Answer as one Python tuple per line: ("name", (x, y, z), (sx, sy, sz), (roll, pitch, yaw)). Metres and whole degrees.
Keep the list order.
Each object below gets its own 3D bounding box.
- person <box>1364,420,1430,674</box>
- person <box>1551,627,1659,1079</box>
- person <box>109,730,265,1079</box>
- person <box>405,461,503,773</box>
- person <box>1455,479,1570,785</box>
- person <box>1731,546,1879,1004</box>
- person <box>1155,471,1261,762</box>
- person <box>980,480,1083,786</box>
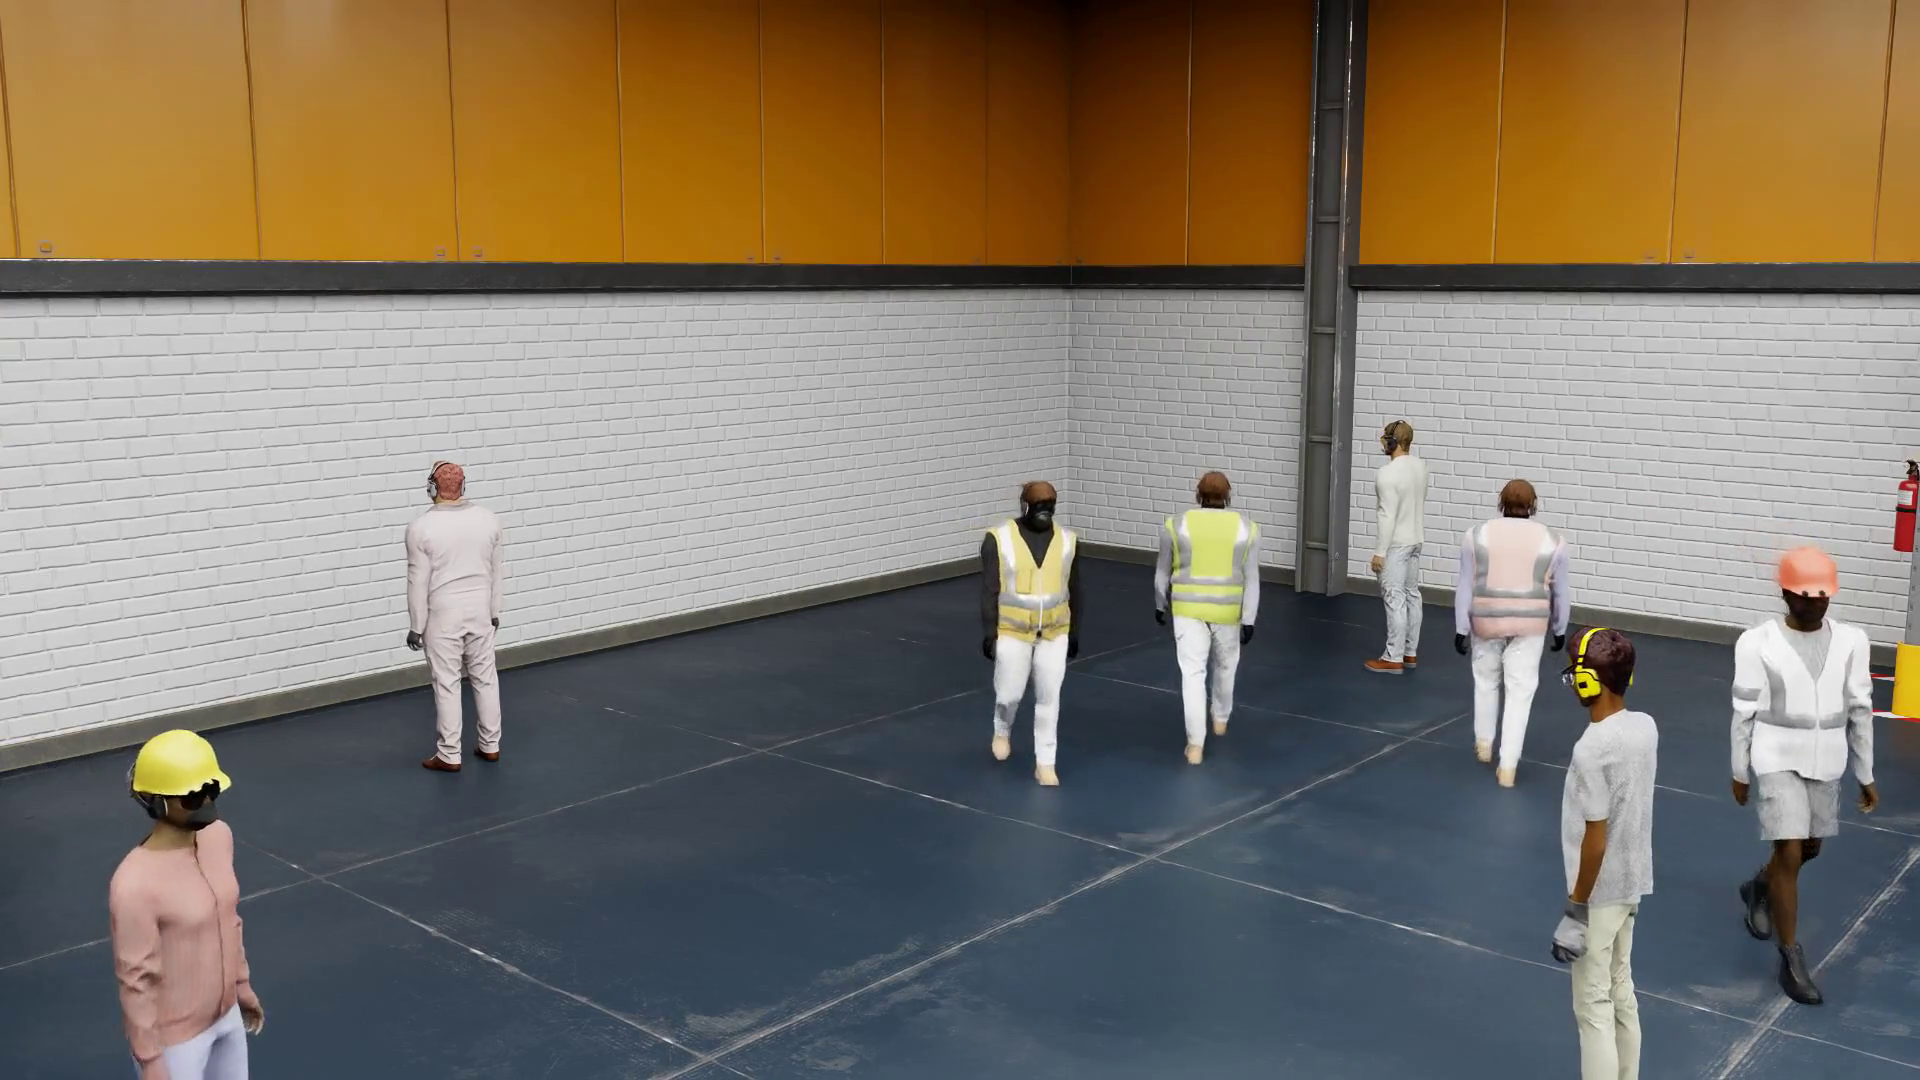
("person", (3.336, 0.053, 12.701), (0.379, 1.940, 0.629), (8, 12, 43))
("person", (2.161, 1.213, 5.660), (0.335, 1.865, 0.521), (8, 12, 43))
("person", (-2.233, 1.404, 4.823), (0.407, 1.782, 0.550), (1, 9, 6))
("person", (-3.112, 0.466, 10.211), (0.401, 1.910, 0.642), (8, 12, 43))
("person", (3.367, 0.524, 10.149), (0.652, 1.805, 0.882), (3, 10, 20))
("person", (3.623, 0.945, 7.240), (0.559, 1.907, 0.920), (0, 9, 2))
("person", (1.572, 0.452, 10.658), (0.646, 1.791, 0.961), (1, 9, 3))
("person", (0.431, 0.538, 9.991), (0.645, 1.828, 0.587), (-2, 9, -12))
